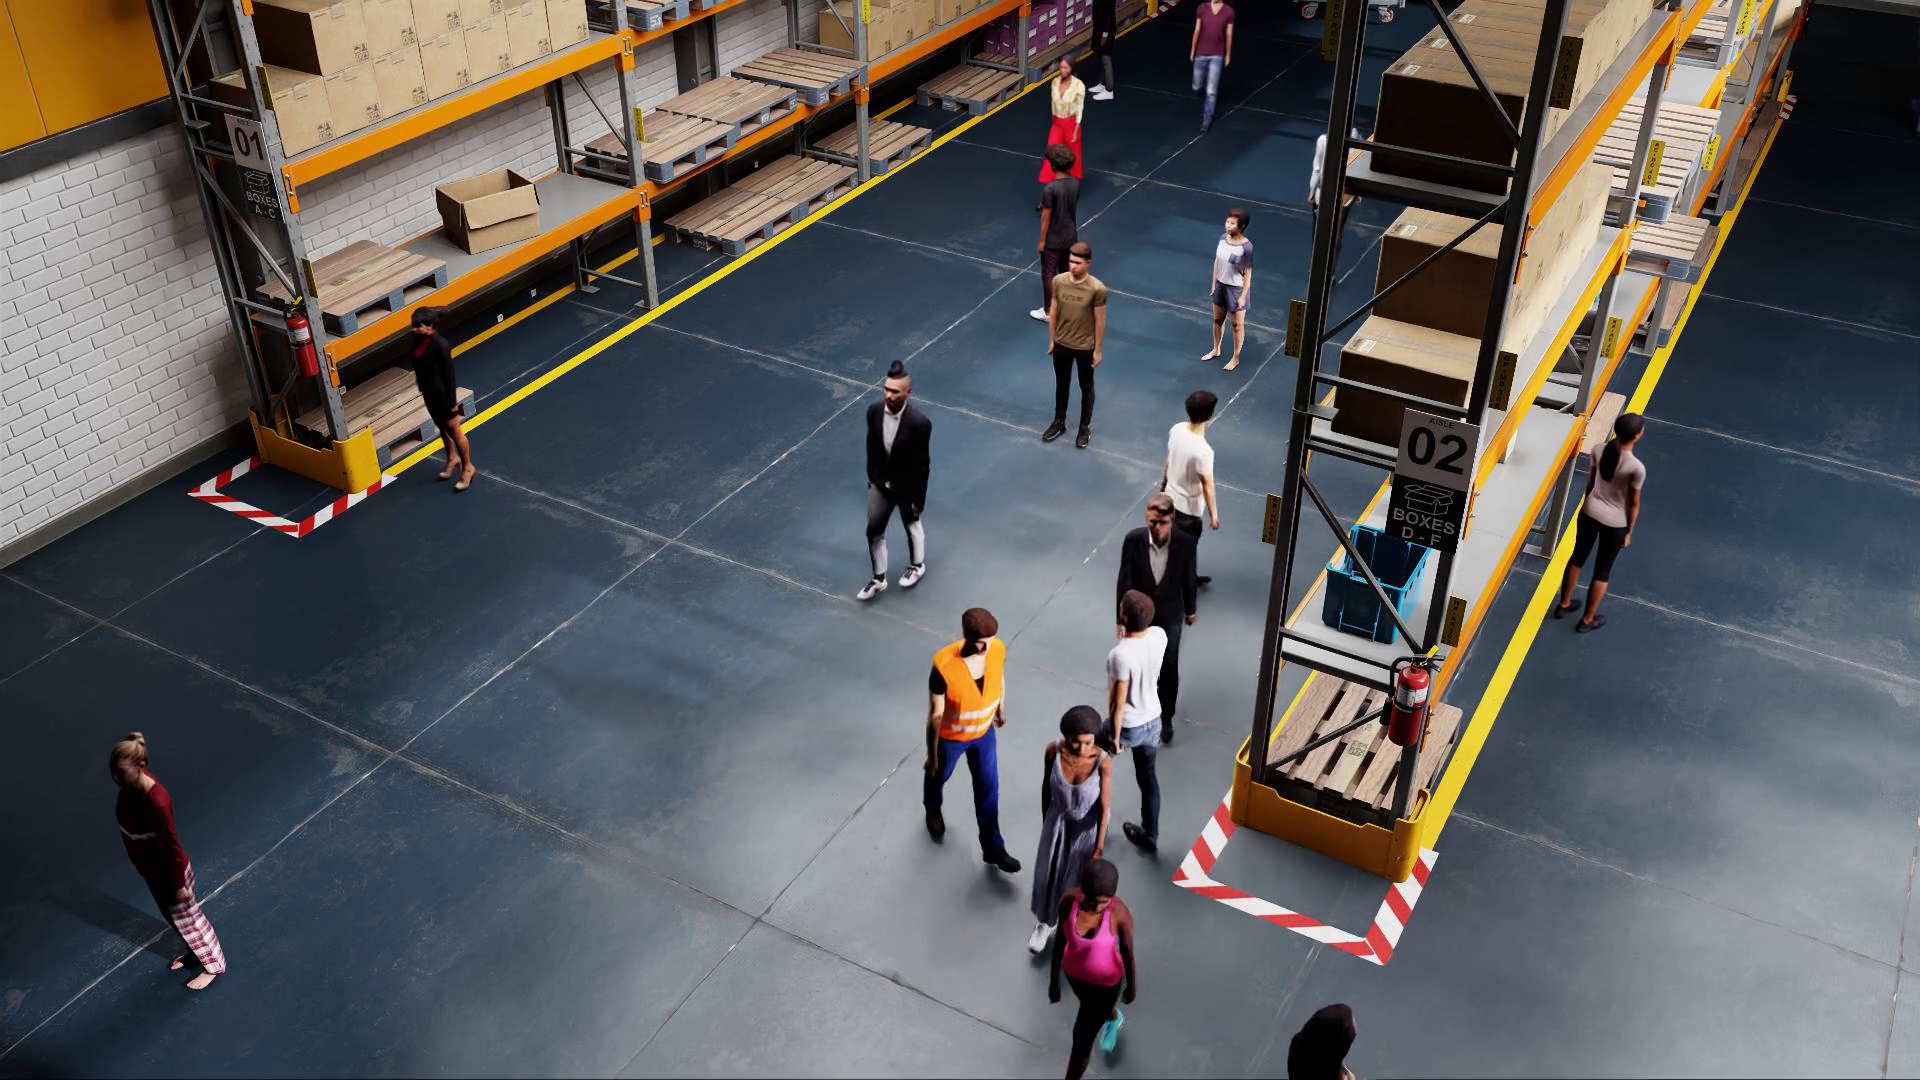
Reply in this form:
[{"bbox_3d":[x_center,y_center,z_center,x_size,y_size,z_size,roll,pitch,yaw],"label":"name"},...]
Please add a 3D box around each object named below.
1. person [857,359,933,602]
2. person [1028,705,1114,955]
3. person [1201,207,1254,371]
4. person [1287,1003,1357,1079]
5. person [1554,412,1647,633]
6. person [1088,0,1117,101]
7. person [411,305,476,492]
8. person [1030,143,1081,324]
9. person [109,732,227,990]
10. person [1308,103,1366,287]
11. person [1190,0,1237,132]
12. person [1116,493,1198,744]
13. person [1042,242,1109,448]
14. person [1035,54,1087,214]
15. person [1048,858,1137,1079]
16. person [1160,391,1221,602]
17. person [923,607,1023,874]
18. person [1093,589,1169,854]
[{"bbox_3d":[-0.397,-0.496,12.364,0.731,1.932,0.865,18,38,25],"label":"person"},{"bbox_3d":[0.686,1.567,9.489,0.664,1.678,0.780,9,35,13],"label":"person"},{"bbox_3d":[2.530,-2.366,15.507,0.614,1.566,0.625,-27,42,-34],"label":"person"},{"bbox_3d":[1.730,2.694,7.818,0.847,1.651,0.774,-26,41,-33],"label":"person"},{"bbox_3d":[4.631,-0.138,11.995,0.658,1.744,0.664,-22,40,-30],"label":"person"},{"bbox_3d":[1.914,-6.697,21.848,0.795,1.761,0.694,-3,34,-4],"label":"person"},{"bbox_3d":[-4.262,-1.174,13.650,0.679,1.637,0.643,-28,43,-35],"label":"person"},{"bbox_3d":[0.969,-3.000,16.270,0.739,1.777,0.590,28,43,35],"label":"person"},{"bbox_3d":[-4.389,1.783,9.156,0.664,1.687,0.574,27,42,34],"label":"person"},{"bbox_3d":[3.802,-3.464,16.848,0.798,1.911,0.788,5,34,8],"label":"person"},{"bbox_3d":[3.167,-6.136,20.942,0.723,1.829,1.016,13,36,19],"label":"person"},{"bbox_3d":[1.317,0.402,11.136,0.805,1.796,0.906,6,34,9],"label":"person"},{"bbox_3d":[0.999,-1.689,14.231,0.660,1.851,0.571,16,37,22],"label":"person"},{"bbox_3d":[1.239,-4.565,18.655,0.633,1.745,1.153,15,36,21],"label":"person"},{"bbox_3d":[0.711,2.185,8.566,0.571,1.671,1.114,17,37,23],"label":"person"},{"bbox_3d":[1.594,-0.302,12.283,0.985,1.697,0.932,-8,35,-12],"label":"person"},{"bbox_3d":[-0.022,1.093,10.060,1.249,1.835,1.224,-16,37,-22],"label":"person"},{"bbox_3d":[1.105,1.141,9.980,0.912,1.844,0.881,-22,39,-29],"label":"person"}]
